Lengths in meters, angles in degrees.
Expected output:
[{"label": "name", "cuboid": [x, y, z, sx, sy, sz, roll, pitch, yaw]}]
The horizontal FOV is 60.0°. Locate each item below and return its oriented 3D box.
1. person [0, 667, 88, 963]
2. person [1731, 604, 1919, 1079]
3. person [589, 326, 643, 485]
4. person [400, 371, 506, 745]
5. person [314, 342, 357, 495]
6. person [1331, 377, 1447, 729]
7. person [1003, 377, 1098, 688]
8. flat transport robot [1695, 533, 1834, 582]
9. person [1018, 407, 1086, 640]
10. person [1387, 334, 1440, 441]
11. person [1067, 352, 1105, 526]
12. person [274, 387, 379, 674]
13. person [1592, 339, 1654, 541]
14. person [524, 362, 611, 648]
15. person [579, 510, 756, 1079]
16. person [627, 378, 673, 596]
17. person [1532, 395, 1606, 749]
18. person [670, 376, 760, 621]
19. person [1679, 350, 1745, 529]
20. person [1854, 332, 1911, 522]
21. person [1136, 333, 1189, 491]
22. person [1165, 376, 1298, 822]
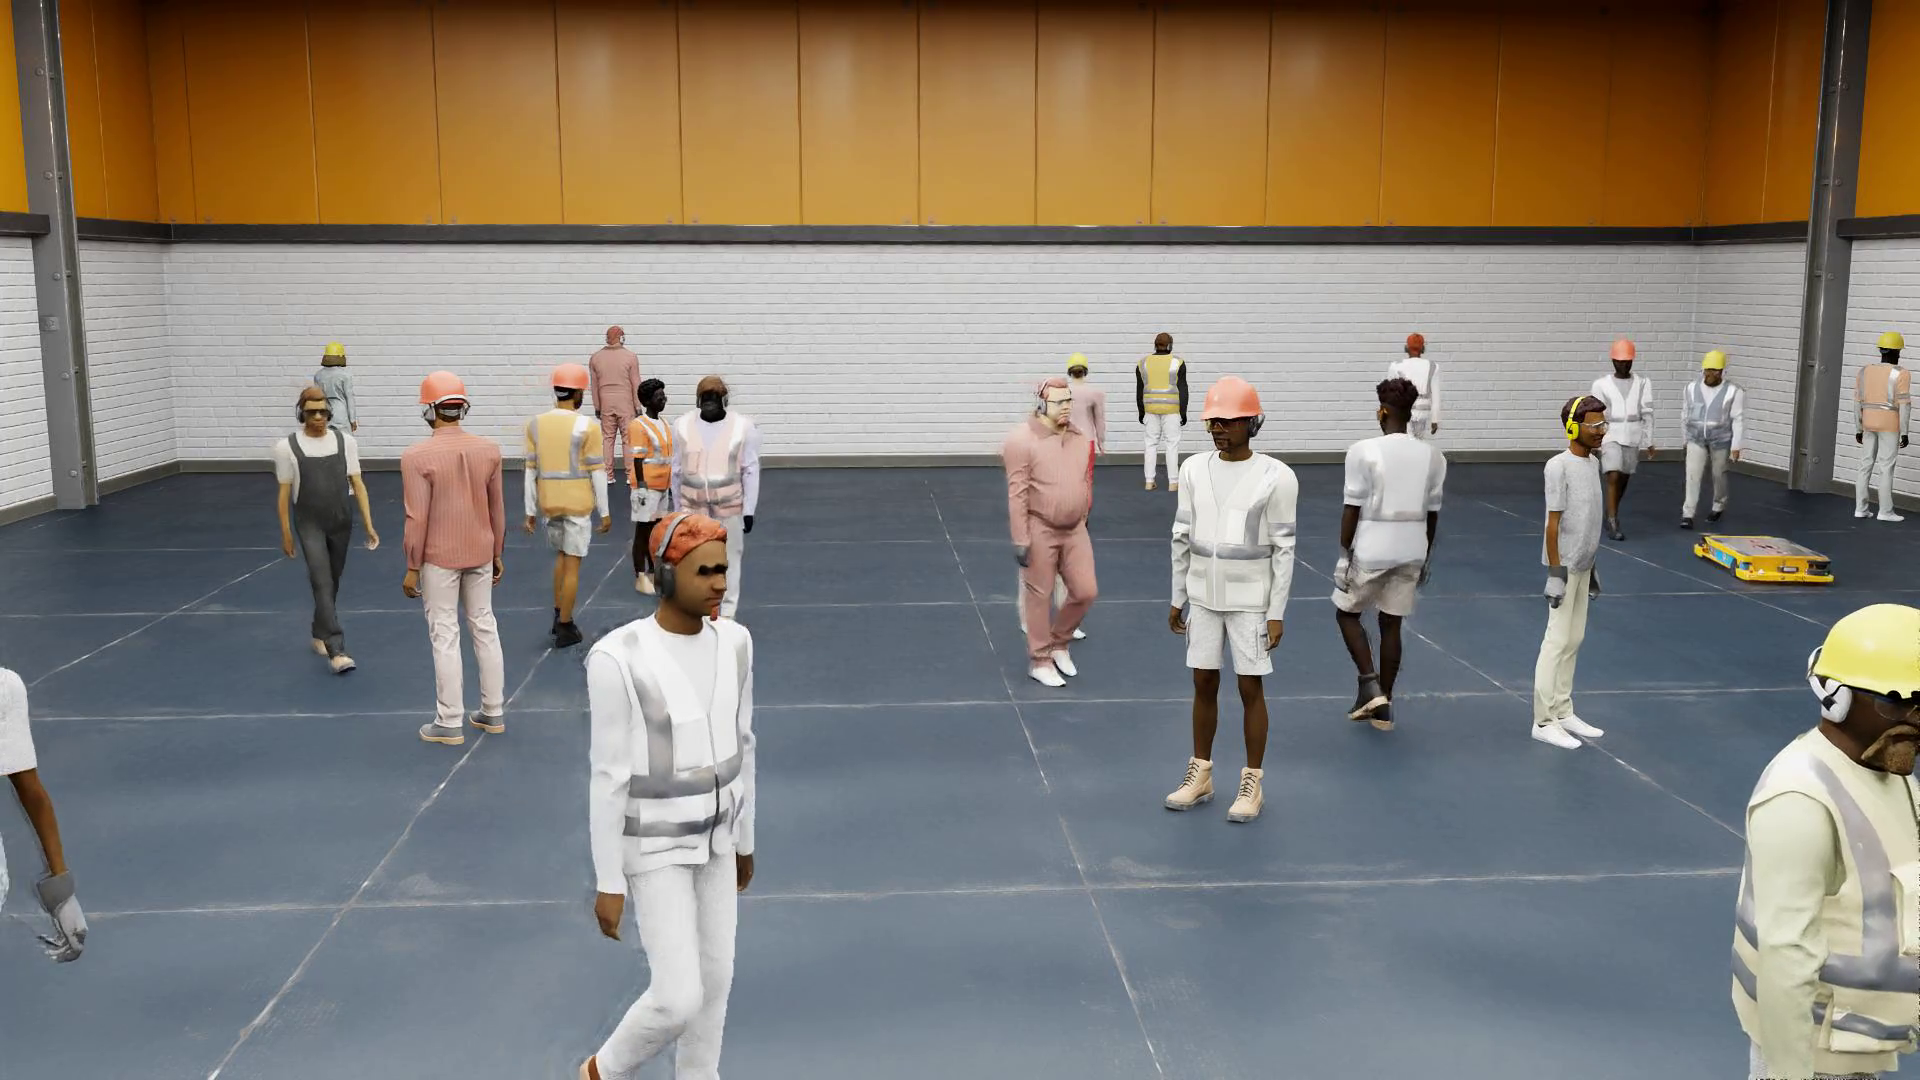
[{"label": "person", "cuboid": [-2.500, 0.946, 4.154, 0.985, 1.810, 0.549, 6, 11, 35]}, {"label": "person", "cuboid": [1.874, 1.030, 3.555, 0.404, 1.828, 0.592, 9, 13, 44]}, {"label": "person", "cuboid": [-4.068, -1.598, 19.826, 0.652, 1.904, 0.406, 2, 9, 12]}, {"label": "person", "cuboid": [-2.722, 0.092, 8.927, 0.396, 1.992, 0.622, 7, 11, 37]}, {"label": "person", "cuboid": [-7.101, -1.383, 18.975, 0.492, 1.742, 0.319, 2, 9, 13]}, {"label": "person", "cuboid": [2.343, 0.076, 9.180, 0.632, 1.943, 0.421, -2, 9, -13]}, {"label": "person", "cuboid": [0.571, -0.041, 10.073, 0.656, 1.889, 0.443, -5, 10, -30]}, {"label": "flat transport robot", "cuboid": [6.754, 0.140, 14.019, 0.652, 0.197, 1.431, 1, 9, 7]}, {"label": "person", "cuboid": [0.616, -0.107, 11.355, 0.538, 1.614, 0.685, -4, 10, -26]}, {"label": "person", "cuboid": [5.045, -1.389, 18.707, 0.575, 1.840, 0.925, 0, 9, -2]}, {"label": "person", "cuboid": [1.166, -0.985, 16.482, 0.530, 1.744, 0.746, 1, 9, 5]}, {"label": "person", "cuboid": [-4.059, -0.078, 10.632, 0.536, 1.801, 0.959, -8, 12, -40]}, {"label": "person", "cuboid": [6.330, -0.982, 15.980, 0.549, 1.900, 0.959, 1, 9, 7]}, {"label": "person", "cuboid": [-2.609, -0.241, 11.263, 0.560, 1.912, 0.591, 3, 10, 19]}, {"label": "person", "cuboid": [-0.780, 0.848, 4.563, 0.462, 1.870, 0.609, 7, 11, 36]}, {"label": "person", "cuboid": [-2.416, -0.422, 13.084, 0.321, 1.697, 0.529, 3, 9, 17]}, {"label": "person", "cuboid": [3.283, 0.167, 8.878, 0.321, 1.861, 0.532, 8, 12, 42]}, {"label": "person", "cuboid": [-1.688, -0.196, 11.298, 0.640, 1.804, 0.918, 1, 9, 3]}, {"label": "person", "cuboid": [7.453, -0.997, 16.488, 0.607, 1.767, 1.023, 6, 11, 35]}, {"label": "person", "cuboid": [9.398, -1.152, 16.942, 0.369, 1.928, 0.585, -4, 10, -26]}, {"label": "person", "cuboid": [2.360, -1.487, 19.340, 0.622, 1.838, 0.429, 4, 10, 24]}, {"label": "person", "cuboid": [1.233, 0.270, 7.653, 0.608, 2.044, 0.371, 6, 11, 35]}]
